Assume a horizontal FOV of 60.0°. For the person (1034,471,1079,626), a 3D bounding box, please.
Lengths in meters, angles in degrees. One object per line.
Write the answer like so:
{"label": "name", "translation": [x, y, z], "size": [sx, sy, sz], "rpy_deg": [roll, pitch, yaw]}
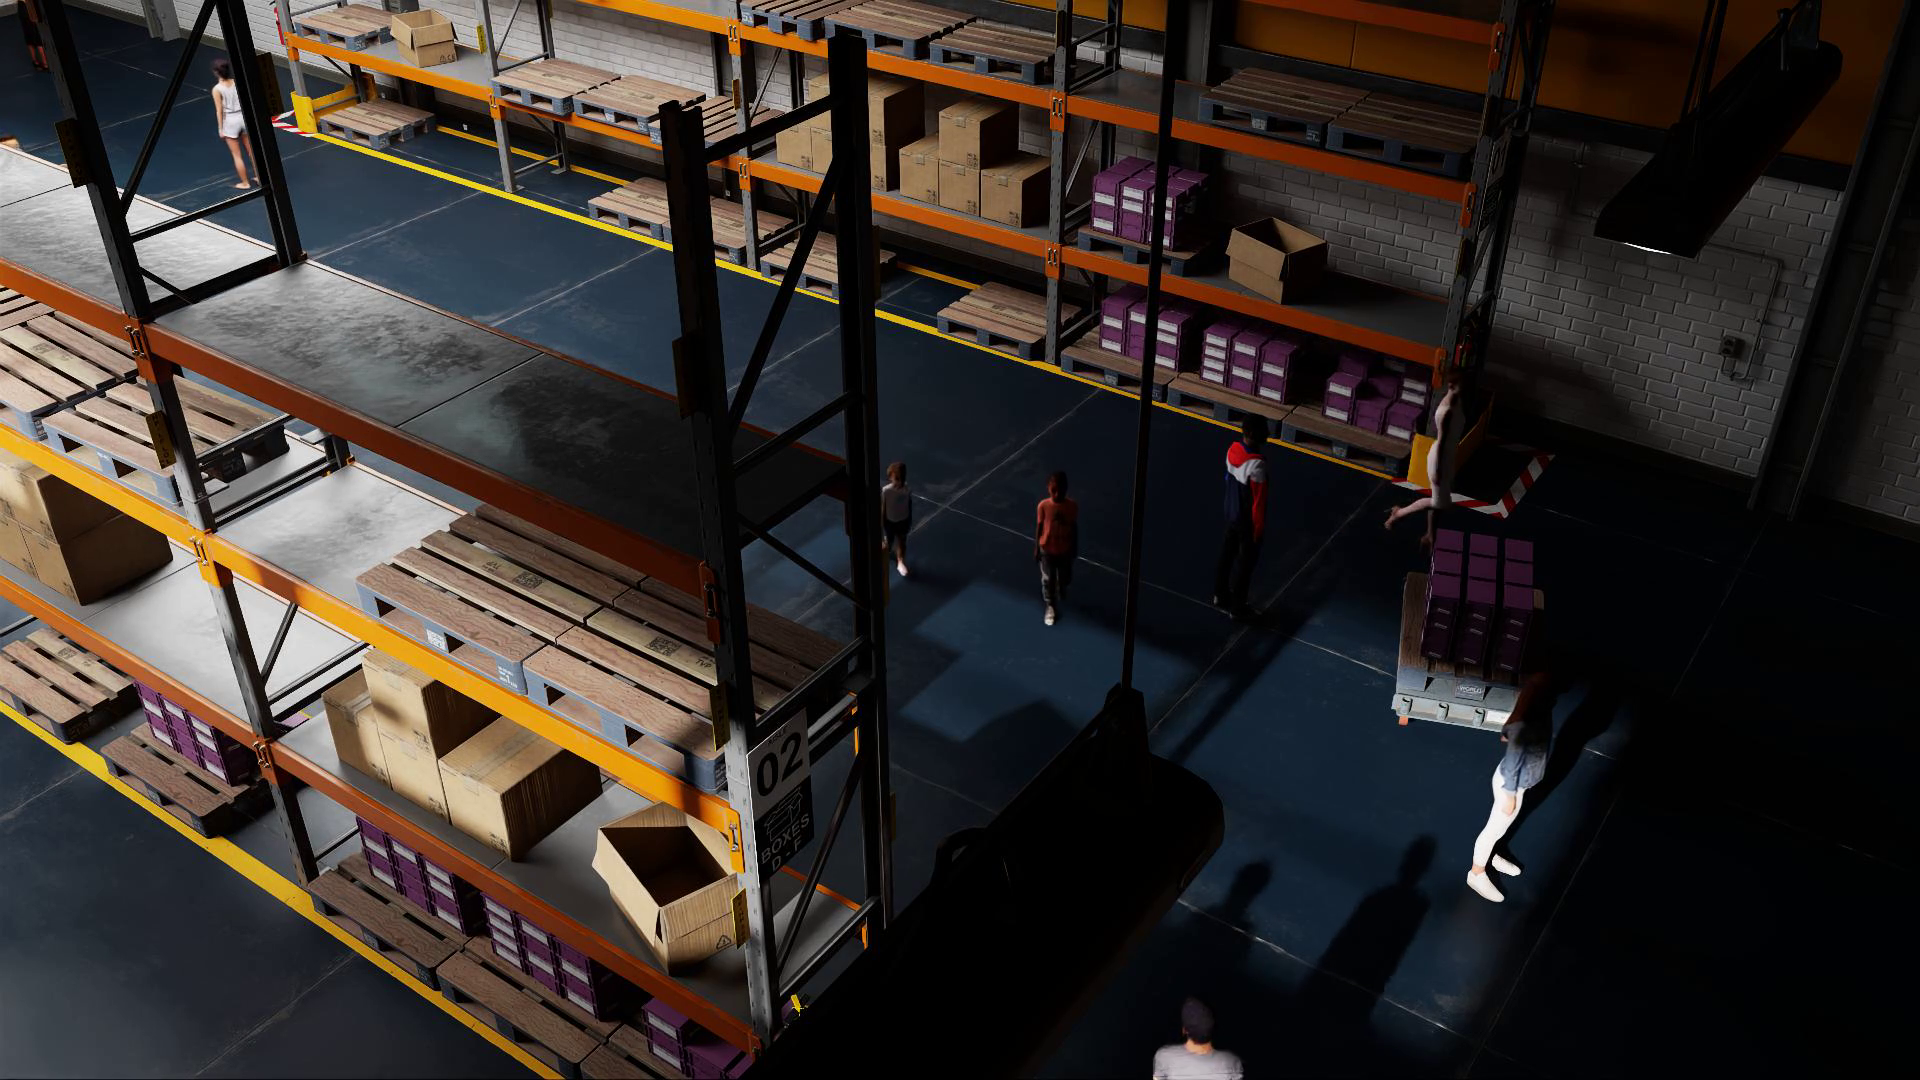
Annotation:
{"label": "person", "translation": [0.750, 0.011, 13.038], "size": [0.717, 1.301, 0.732], "rpy_deg": [2, 34, 3]}

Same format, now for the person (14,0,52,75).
{"label": "person", "translation": [-13.567, -7.638, 24.228], "size": [0.503, 1.653, 0.670], "rpy_deg": [16, 37, 23]}

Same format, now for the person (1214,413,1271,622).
{"label": "person", "translation": [2.199, -0.190, 12.928], "size": [0.779, 1.757, 0.680], "rpy_deg": [-12, 35, -17]}

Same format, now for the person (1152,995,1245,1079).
{"label": "person", "translation": [1.136, 2.975, 8.191], "size": [0.957, 1.731, 0.973], "rpy_deg": [2, 34, 4]}

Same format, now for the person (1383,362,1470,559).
{"label": "person", "translation": [3.839, -0.637, 13.579], "size": [0.787, 1.782, 0.599], "rpy_deg": [19, 38, 26]}

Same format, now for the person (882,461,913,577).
{"label": "person", "translation": [-0.535, -0.213, 13.637], "size": [0.621, 1.010, 0.715], "rpy_deg": [-11, 35, -16]}

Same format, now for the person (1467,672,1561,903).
{"label": "person", "translation": [3.473, 1.501, 10.437], "size": [0.497, 1.699, 0.614], "rpy_deg": [22, 39, 29]}

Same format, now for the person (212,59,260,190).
{"label": "person", "translation": [-8.919, -5.134, 20.499], "size": [0.539, 1.611, 0.583], "rpy_deg": [19, 38, 26]}
